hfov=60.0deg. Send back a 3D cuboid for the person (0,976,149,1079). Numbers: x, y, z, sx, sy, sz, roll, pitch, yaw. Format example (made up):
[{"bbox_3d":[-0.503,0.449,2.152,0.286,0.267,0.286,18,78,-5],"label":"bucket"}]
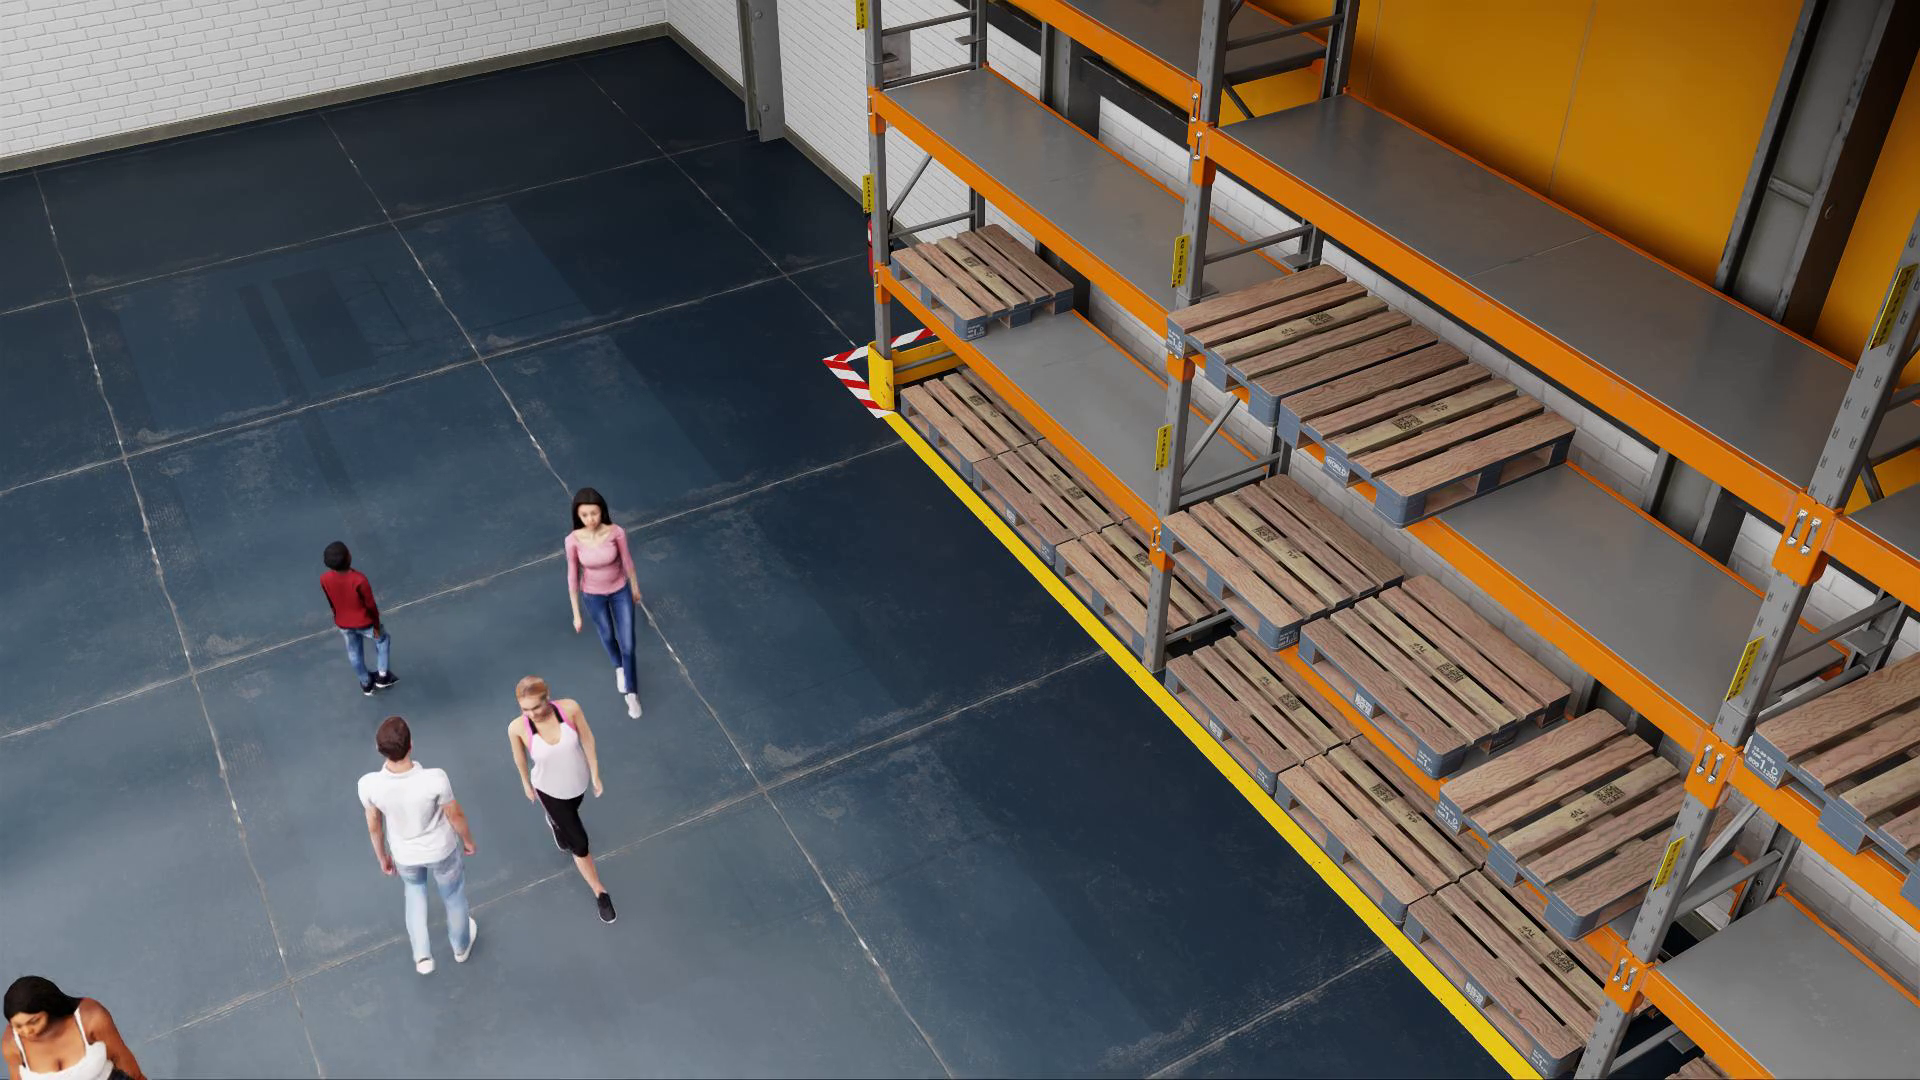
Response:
[{"bbox_3d":[-4.230,2.635,8.097,0.782,1.788,0.991,-11,40,-13],"label":"person"}]

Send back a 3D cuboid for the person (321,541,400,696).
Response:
[{"bbox_3d":[-4.058,0.560,11.128,0.579,1.248,0.614,1,39,1],"label":"person"}]

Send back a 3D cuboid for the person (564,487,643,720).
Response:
[{"bbox_3d":[-2.348,0.320,11.044,0.755,1.727,0.887,-7,39,-9],"label":"person"}]

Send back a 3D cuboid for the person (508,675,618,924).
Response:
[{"bbox_3d":[-2.340,1.366,9.726,0.607,1.738,1.151,-21,43,-25],"label":"person"}]

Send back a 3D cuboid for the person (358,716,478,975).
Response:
[{"bbox_3d":[-2.947,1.769,9.140,0.832,1.841,0.909,-3,39,-4],"label":"person"}]
